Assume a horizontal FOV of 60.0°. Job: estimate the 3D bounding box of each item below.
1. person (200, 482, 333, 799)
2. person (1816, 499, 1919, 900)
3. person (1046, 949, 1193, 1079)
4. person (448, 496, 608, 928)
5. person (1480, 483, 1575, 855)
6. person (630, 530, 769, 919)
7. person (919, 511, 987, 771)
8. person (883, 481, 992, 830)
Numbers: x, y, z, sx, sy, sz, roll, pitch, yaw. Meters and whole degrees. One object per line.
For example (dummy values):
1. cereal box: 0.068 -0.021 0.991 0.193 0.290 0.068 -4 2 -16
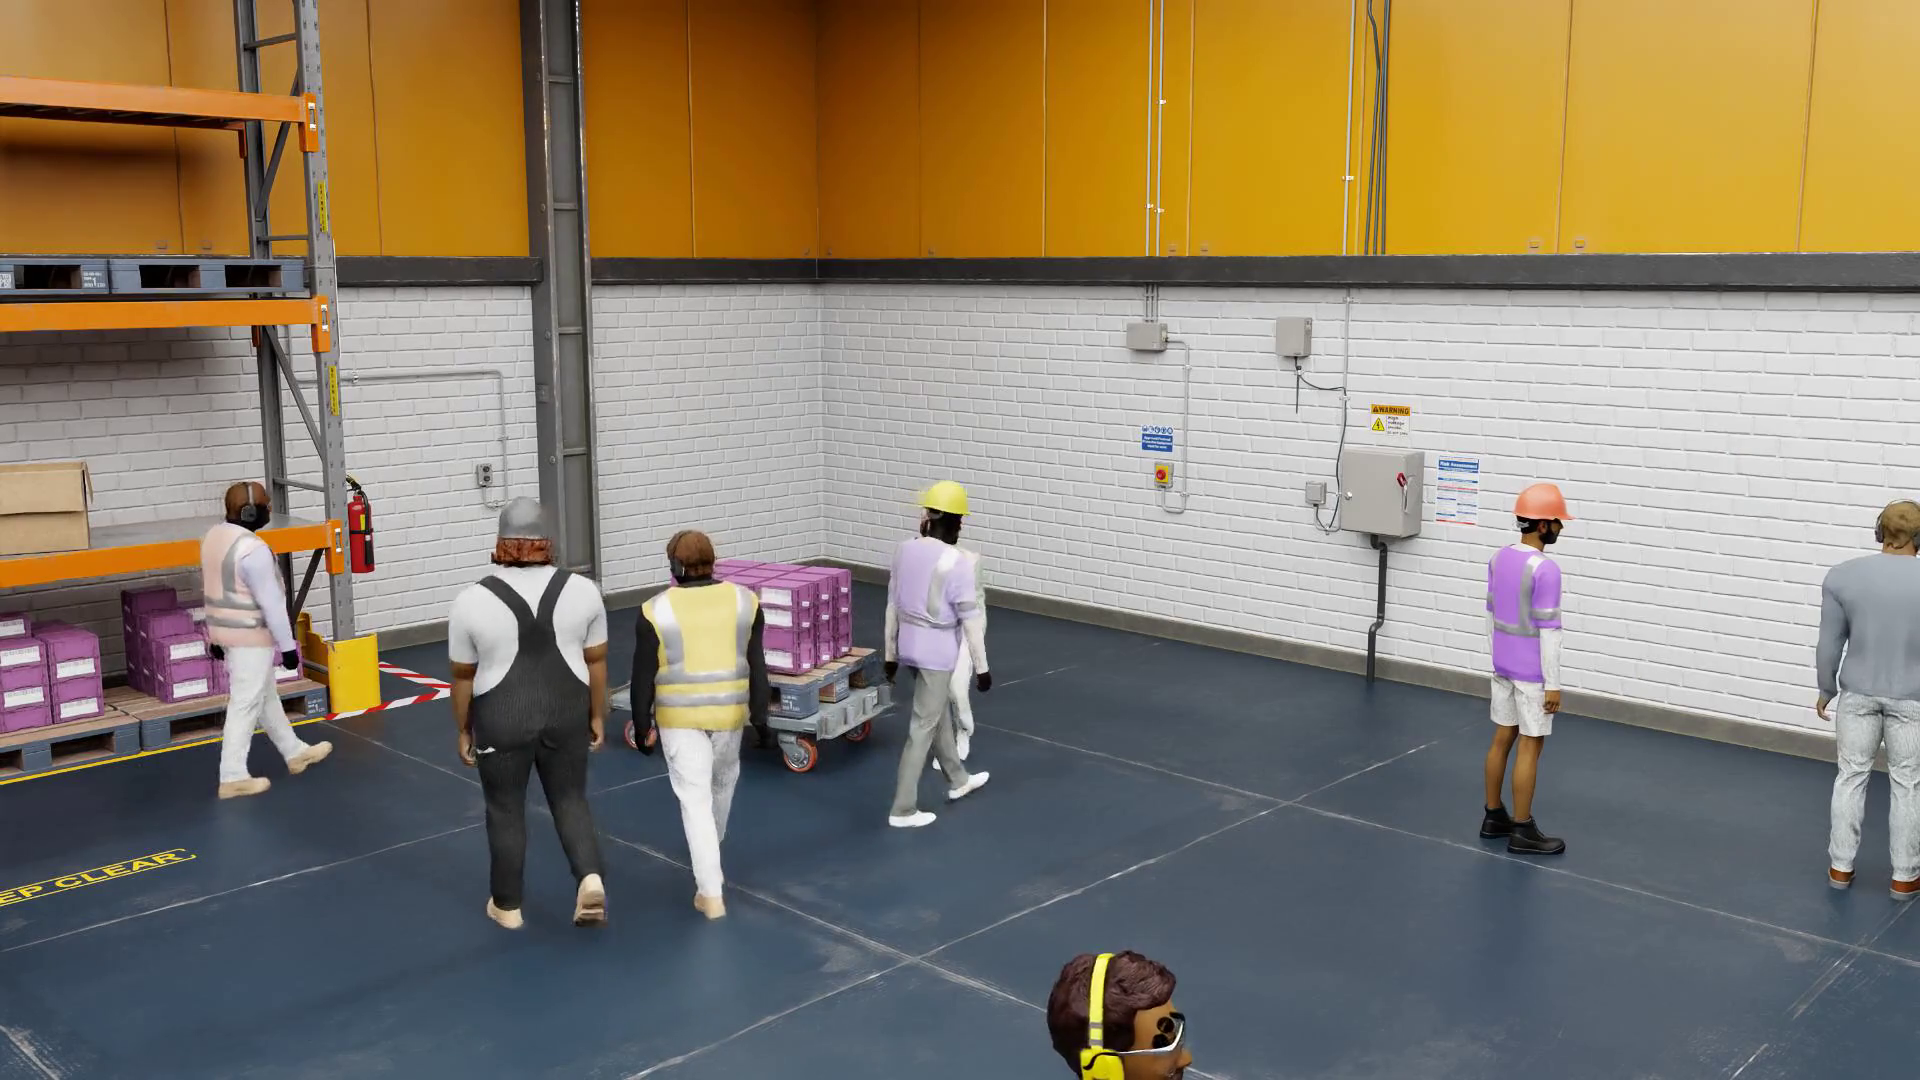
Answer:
1. person: -4.023 0.560 9.679 0.656 1.812 0.776 9 13 44
2. person: 4.486 0.765 8.051 0.634 1.936 0.351 7 12 36
3. person: 0.270 1.625 2.973 0.325 1.876 0.521 4 10 23
4. person: -1.950 0.796 7.543 0.693 2.000 0.685 -5 10 -26
5. person: 2.971 0.663 8.673 0.362 1.935 0.553 -2 10 -14
6. person: -1.282 0.839 8.036 0.642 1.790 0.949 -4 10 -25
7. person: -0.104 0.598 10.057 0.516 1.619 0.372 1 9 8
8. person: -0.067 0.616 9.128 0.915 1.881 0.603 -7 12 -38
